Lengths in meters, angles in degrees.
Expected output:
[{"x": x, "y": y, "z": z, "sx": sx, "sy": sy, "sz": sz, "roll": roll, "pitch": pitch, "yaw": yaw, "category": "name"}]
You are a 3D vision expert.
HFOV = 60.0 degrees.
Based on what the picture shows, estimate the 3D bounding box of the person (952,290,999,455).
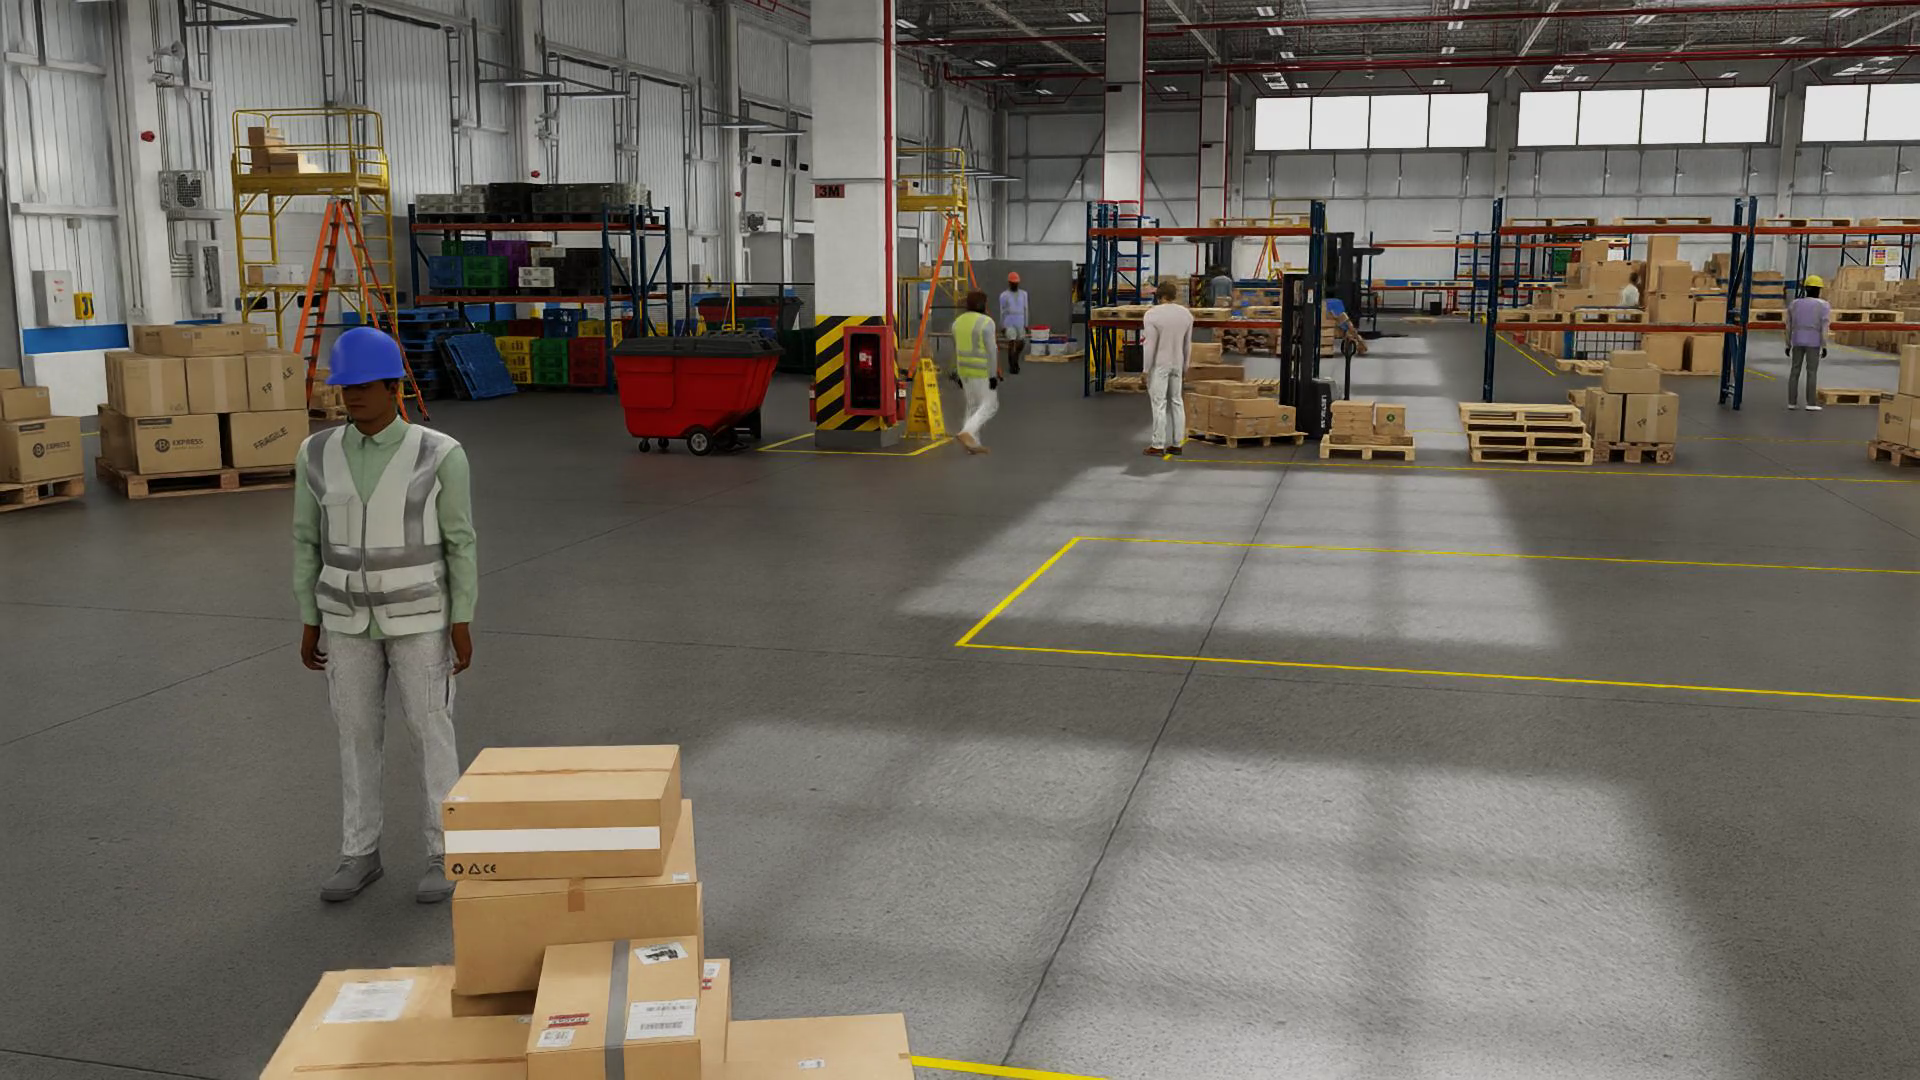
[{"x": 0.157, "y": -1.819, "z": 18.215, "sx": 0.493, "sy": 1.822, "sz": 0.644, "roll": -8, "pitch": 13, "yaw": -40, "category": "person"}]

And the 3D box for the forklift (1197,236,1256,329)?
[{"x": 7.993, "y": -7.854, "z": 50.650, "sx": 1.873, "sy": 2.768, "sz": 1.129, "roll": -2, "pitch": 10, "yaw": -12, "category": "forklift"}]

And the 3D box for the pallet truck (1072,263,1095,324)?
[{"x": 4.325, "y": -8.180, "z": 55.162, "sx": 0.823, "sy": 1.965, "sz": 1.885, "roll": 6, "pitch": 11, "yaw": 31, "category": "pallet truck"}]

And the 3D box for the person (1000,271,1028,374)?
[{"x": 1.029, "y": -4.052, "z": 31.088, "sx": 0.566, "sy": 1.915, "sz": 0.417, "roll": -3, "pitch": 10, "yaw": -20, "category": "person"}]

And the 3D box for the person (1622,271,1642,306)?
[{"x": 13.676, "y": -4.562, "z": 34.138, "sx": 0.872, "sy": 1.916, "sz": 0.641, "roll": 3, "pitch": 10, "yaw": 16, "category": "person"}]

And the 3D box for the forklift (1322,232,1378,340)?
[{"x": 9.862, "y": -6.626, "z": 43.418, "sx": 1.873, "sy": 2.768, "sz": 1.129, "roll": -3, "pitch": 10, "yaw": -16, "category": "forklift"}]

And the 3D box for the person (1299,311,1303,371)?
[{"x": 6.731, "y": -4.100, "z": 31.901, "sx": 0.484, "sy": 1.739, "sz": 0.319, "roll": -8, "pitch": 13, "yaw": -41, "category": "person"}]

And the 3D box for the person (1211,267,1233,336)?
[{"x": 7.239, "y": -6.554, "z": 45.848, "sx": 0.677, "sy": 1.924, "sz": 0.470, "roll": 6, "pitch": 12, "yaw": 33, "category": "person"}]

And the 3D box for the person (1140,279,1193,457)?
[{"x": 2.254, "y": -1.879, "z": 18.237, "sx": 0.638, "sy": 1.938, "sz": 0.357, "roll": -5, "pitch": 11, "yaw": -29, "category": "person"}]

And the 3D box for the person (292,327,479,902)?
[{"x": -1.938, "y": 0.260, "z": 5.611, "sx": 0.617, "sy": 1.946, "sz": 0.393, "roll": 0, "pitch": 10, "yaw": 2, "category": "person"}]

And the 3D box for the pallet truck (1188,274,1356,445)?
[{"x": 3.653, "y": -2.138, "z": 19.590, "sx": 1.885, "sy": 1.965, "sz": 0.823, "roll": -4, "pitch": 10, "yaw": -20, "category": "pallet truck"}]

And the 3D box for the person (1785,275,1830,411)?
[{"x": 12.080, "y": -2.804, "z": 23.726, "sx": 0.383, "sy": 1.923, "sz": 0.588, "roll": -8, "pitch": 13, "yaw": -40, "category": "person"}]
